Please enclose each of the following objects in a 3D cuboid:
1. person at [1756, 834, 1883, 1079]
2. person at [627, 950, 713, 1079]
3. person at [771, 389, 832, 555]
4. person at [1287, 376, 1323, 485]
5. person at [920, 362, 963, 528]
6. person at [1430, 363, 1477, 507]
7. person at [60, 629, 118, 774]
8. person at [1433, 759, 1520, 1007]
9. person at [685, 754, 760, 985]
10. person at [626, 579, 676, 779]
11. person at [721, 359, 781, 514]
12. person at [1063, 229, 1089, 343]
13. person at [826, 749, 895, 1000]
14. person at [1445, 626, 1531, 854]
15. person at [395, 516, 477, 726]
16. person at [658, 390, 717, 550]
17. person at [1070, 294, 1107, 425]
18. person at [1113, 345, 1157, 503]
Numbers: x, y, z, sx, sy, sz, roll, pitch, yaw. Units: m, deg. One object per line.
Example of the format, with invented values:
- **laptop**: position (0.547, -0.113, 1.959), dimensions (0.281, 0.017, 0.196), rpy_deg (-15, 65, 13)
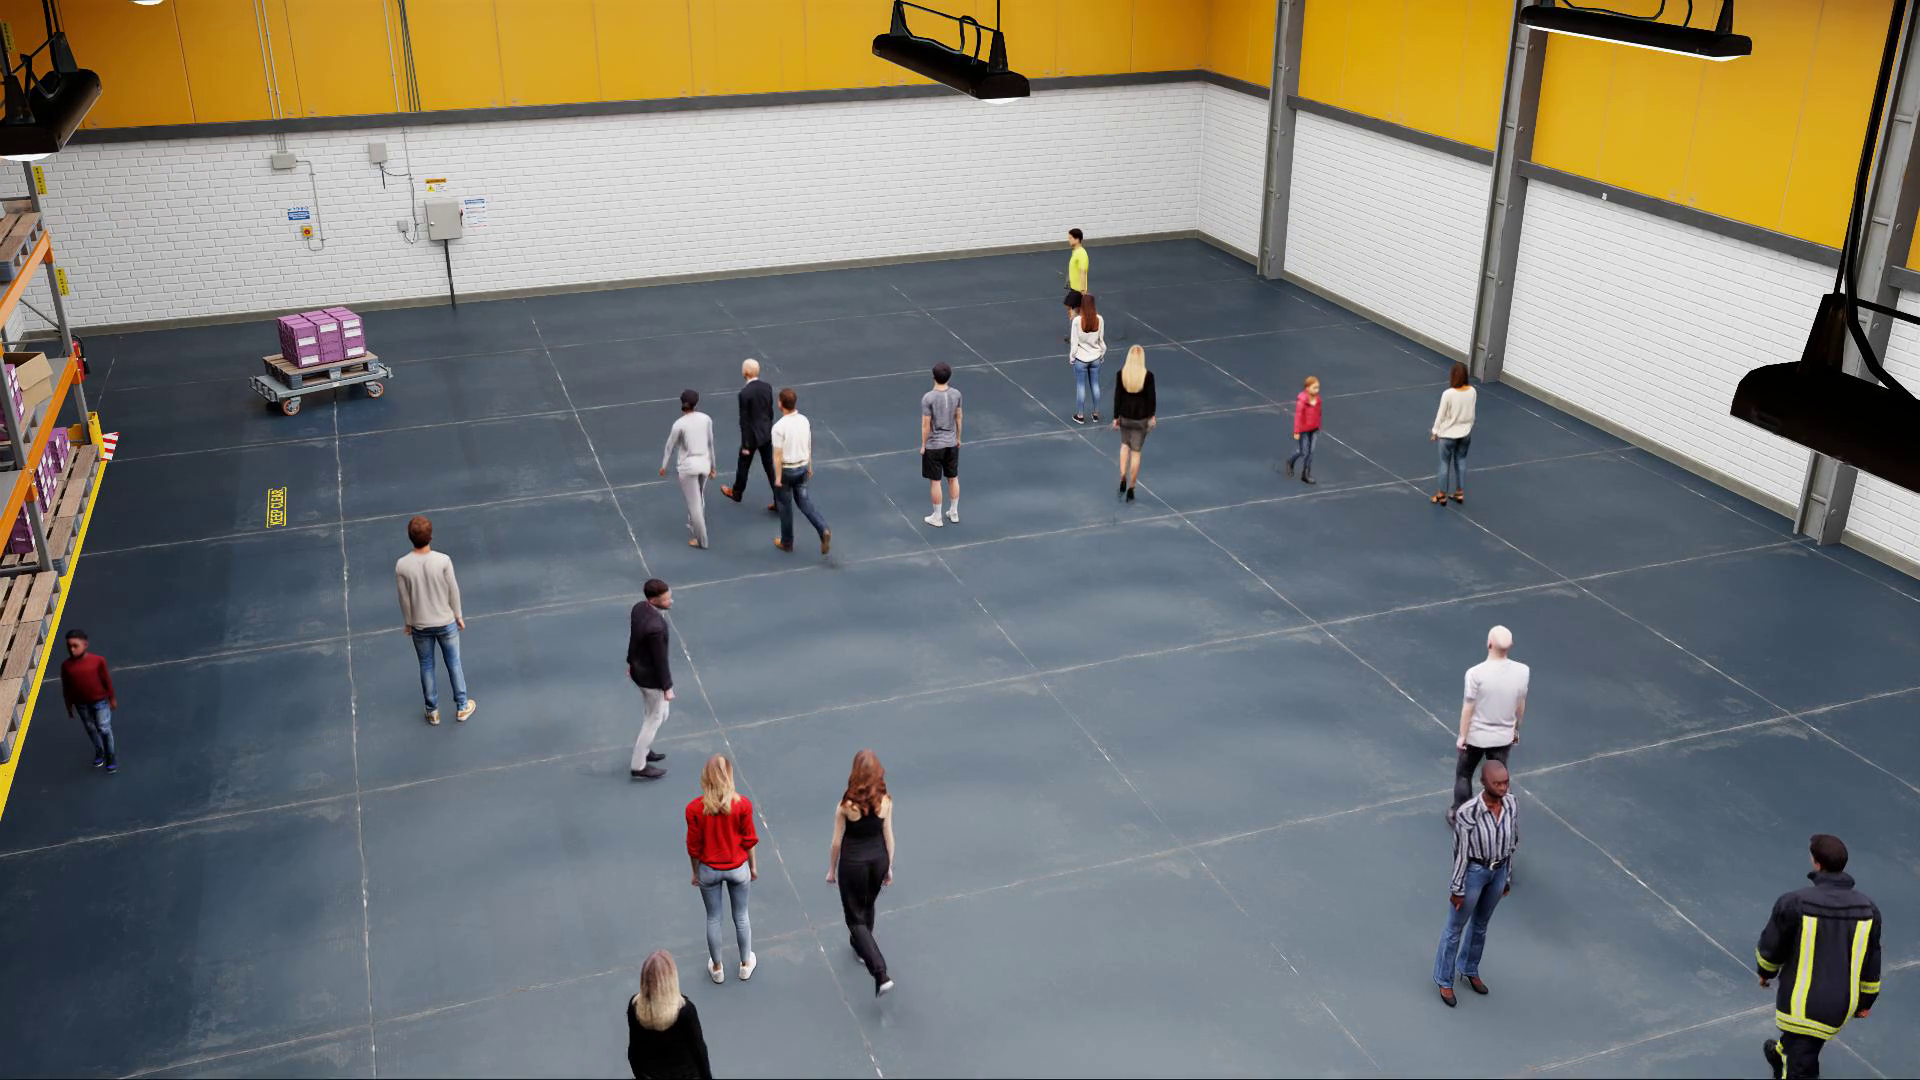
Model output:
- **person**: position (5.051, 2.702, 9.727), dimensions (1.101, 1.862, 1.260), rpy_deg (5, 24, 11)
- **person**: position (-1.612, 3.048, 9.175), dimensions (0.941, 1.670, 1.053), rpy_deg (7, 24, 15)
- **person**: position (-1.695, -0.676, 17.490), dimensions (1.174, 1.834, 0.956), rpy_deg (21, 31, 39)
- **person**: position (4.058, -1.315, 19.610), dimensions (0.560, 1.307, 0.681), rpy_deg (-12, 26, -26)
- **person**: position (-0.195, -1.057, 18.315), dimensions (0.677, 1.871, 0.593), rpy_deg (-11, 26, -24)
- **person**: position (5.616, -1.191, 18.863), dimensions (0.640, 1.678, 0.556), rpy_deg (-6, 24, -13)
- **person**: position (-7.171, 1.283, 13.746), dimensions (0.550, 1.243, 0.634), rpy_deg (-5, 24, -11)
- **person**: position (3.399, 2.223, 10.908), dimensions (0.646, 1.794, 0.552), rpy_deg (-10, 26, -22)
- **person**: position (-1.578, 2.194, 11.087), dimensions (0.657, 1.704, 0.559), rpy_deg (-4, 24, -8)
- **person**: position (-2.559, 1.132, 13.409), dimensions (0.735, 1.789, 0.577), rpy_deg (-14, 27, -30)
- **person**: position (-2.206, -1.112, 18.588), dimensions (1.296, 1.754, 1.084), rpy_deg (20, 31, 39)
- **person**: position (1.842, -3.818, 24.857), dimensions (0.774, 1.691, 0.664), rpy_deg (-2, 24, -5)
- **person**: position (-0.614, 2.224, 10.995), dimensions (0.666, 1.722, 1.094), rpy_deg (-11, 26, -23)
- **person**: position (3.995, 1.523, 12.484), dimensions (0.781, 1.814, 1.086), rpy_deg (-4, 24, -9)
- **person**: position (-4.515, 0.694, 14.267), dimensions (0.692, 1.905, 0.625), rpy_deg (-5, 24, -10)
- **person**: position (-2.788, -0.729, 17.766), dimensions (0.962, 1.711, 0.858), rpy_deg (21, 31, 40)
- **person**: position (1.646, -2.344, 21.482), dimensions (0.645, 1.692, 0.577), rpy_deg (-5, 24, -12)
- **person**: position (1.970, -1.289, 18.897), dimensions (0.751, 1.830, 0.796), rpy_deg (6, 24, 14)
